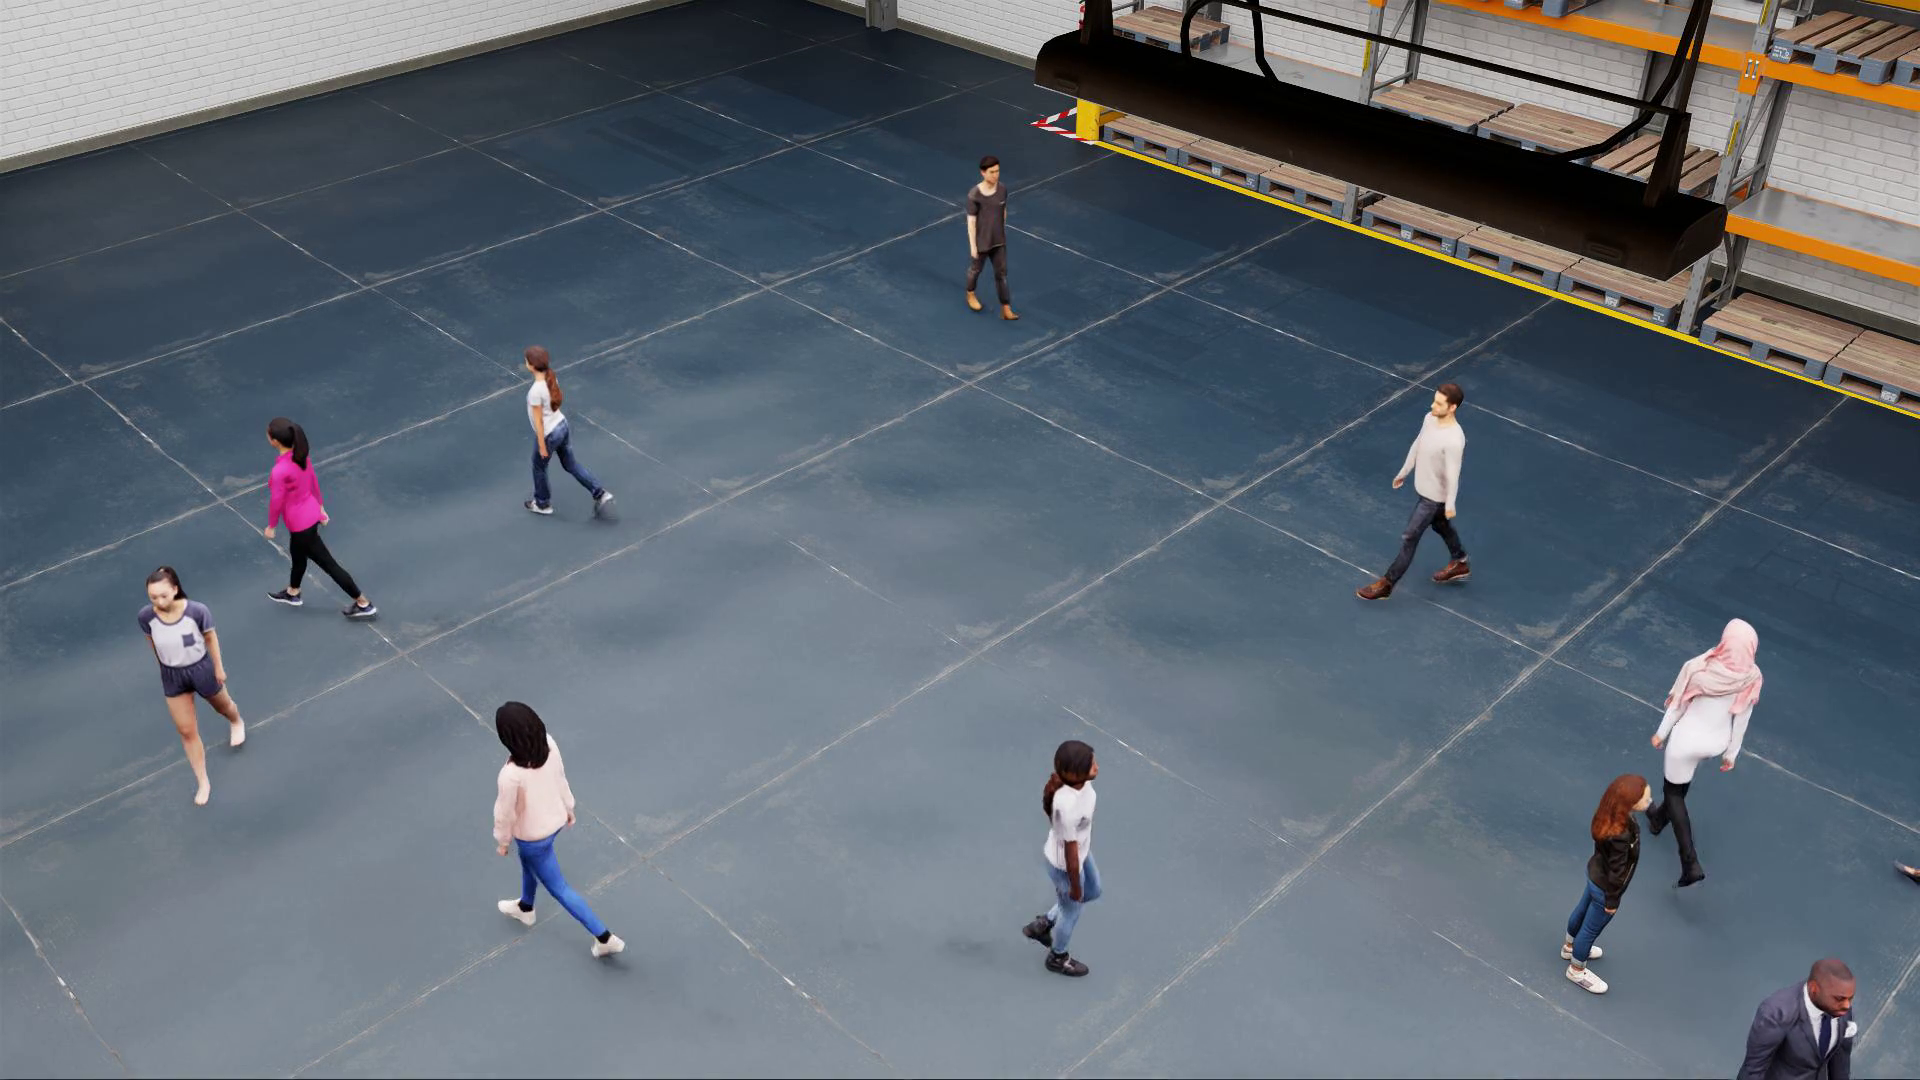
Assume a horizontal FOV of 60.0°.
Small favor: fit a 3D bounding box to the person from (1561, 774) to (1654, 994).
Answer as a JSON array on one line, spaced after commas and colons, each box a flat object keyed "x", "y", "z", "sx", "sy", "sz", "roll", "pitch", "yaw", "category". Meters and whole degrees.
[{"x": 3.639, "y": 1.891, "z": 9.373, "sx": 0.669, "sy": 1.483, "sz": 0.644, "roll": 6, "pitch": 34, "yaw": 9, "category": "person"}]

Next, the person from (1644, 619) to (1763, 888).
[{"x": 4.464, "y": 1.287, "z": 10.014, "sx": 1.115, "sy": 1.779, "sz": 1.172, "roll": 1, "pitch": 34, "yaw": 1, "category": "person"}]

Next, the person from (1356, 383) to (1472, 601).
[{"x": 3.622, "y": -0.366, "z": 12.460, "sx": 1.188, "sy": 1.825, "sz": 1.226, "roll": -5, "pitch": 34, "yaw": -7, "category": "person"}]

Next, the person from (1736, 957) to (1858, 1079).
[{"x": 3.938, "y": 2.617, "z": 7.982, "sx": 0.814, "sy": 1.813, "sz": 0.839, "roll": -11, "pitch": 35, "yaw": -16, "category": "person"}]

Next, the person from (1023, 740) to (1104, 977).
[{"x": 0.538, "y": 1.782, "z": 9.330, "sx": 0.823, "sy": 1.712, "sz": 0.762, "roll": 5, "pitch": 34, "yaw": 7, "category": "person"}]

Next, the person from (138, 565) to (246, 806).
[{"x": -4.986, "y": 0.836, "z": 10.850, "sx": 0.964, "sy": 1.605, "sz": 1.137, "roll": -7, "pitch": 34, "yaw": -10, "category": "person"}]

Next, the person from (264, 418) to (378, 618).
[{"x": -4.730, "y": -0.105, "z": 12.219, "sx": 1.149, "sy": 1.657, "sz": 1.039, "roll": 2, "pitch": 34, "yaw": 3, "category": "person"}]

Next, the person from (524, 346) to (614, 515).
[{"x": -3.238, "y": -0.849, "z": 13.444, "sx": 1.096, "sy": 1.539, "sz": 0.836, "roll": 12, "pitch": 35, "yaw": 17, "category": "person"}]

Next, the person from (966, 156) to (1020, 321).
[{"x": 0.230, "y": -3.037, "z": 16.616, "sx": 0.848, "sy": 1.673, "sz": 1.135, "roll": -16, "pitch": 37, "yaw": -23, "category": "person"}]

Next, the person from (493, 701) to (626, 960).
[{"x": -2.313, "y": 1.695, "z": 9.450, "sx": 1.259, "sy": 1.724, "sz": 0.927, "roll": 14, "pitch": 36, "yaw": 20, "category": "person"}]
